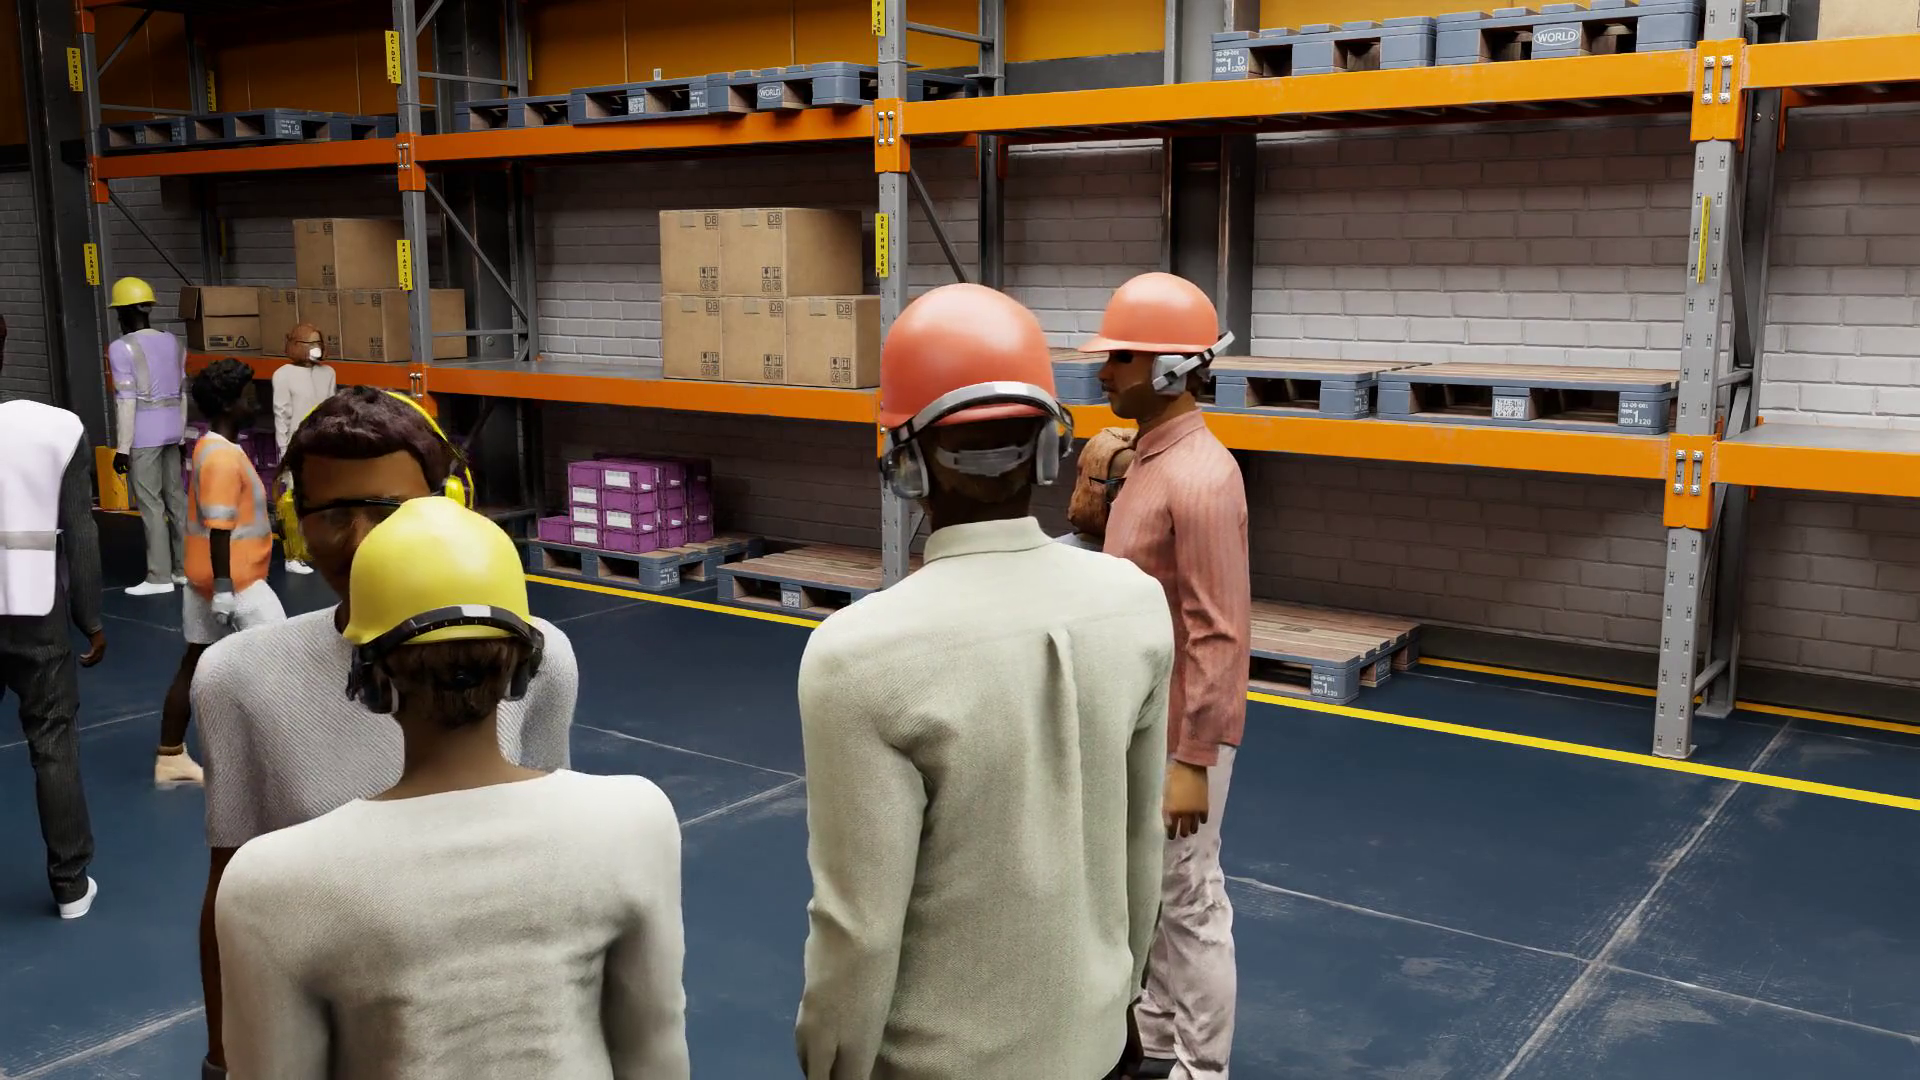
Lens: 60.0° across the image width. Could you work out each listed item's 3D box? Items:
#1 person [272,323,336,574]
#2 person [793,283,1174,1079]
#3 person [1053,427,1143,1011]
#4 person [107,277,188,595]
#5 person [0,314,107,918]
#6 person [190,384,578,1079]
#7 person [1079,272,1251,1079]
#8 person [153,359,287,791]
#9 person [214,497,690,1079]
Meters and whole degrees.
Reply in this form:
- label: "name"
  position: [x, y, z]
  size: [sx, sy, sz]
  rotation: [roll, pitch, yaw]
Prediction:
- label: "person"
  position: [-4.241, -0.597, 10.834]
  size: [0.284, 1.627, 0.493]
  rotation: [5, 11, 26]
- label: "person"
  position: [0.025, 0.663, 2.231]
  size: [0.624, 1.990, 0.384]
  rotation: [-9, 13, -42]
- label: "person"
  position: [0.372, 0.537, 4.047]
  size: [0.498, 1.634, 0.280]
  rotation: [-3, 10, -17]
- label: "person"
  position: [-4.928, -0.622, 10.090]
  size: [0.386, 1.922, 0.594]
  rotation: [2, 10, 12]
- label: "person"
  position: [-2.913, 0.238, 5.031]
  size: [0.582, 1.911, 0.392]
  rotation: [-4, 10, -21]
- label: "person"
  position: [-0.751, 0.720, 2.262]
  size: [0.533, 1.868, 0.310]
  rotation: [-3, 10, -19]
- label: "person"
  position: [0.455, 0.405, 3.762]
  size: [0.390, 1.995, 0.613]
  rotation: [-1, 10, -5]
- label: "person"
  position: [-2.725, 0.133, 6.382]
  size: [0.858, 1.642, 0.549]
  rotation: [-5, 11, -28]
- label: "person"
  position: [-0.574, 0.826, 1.966]
  size: [0.526, 1.760, 0.340]
  rotation: [-5, 11, -28]
